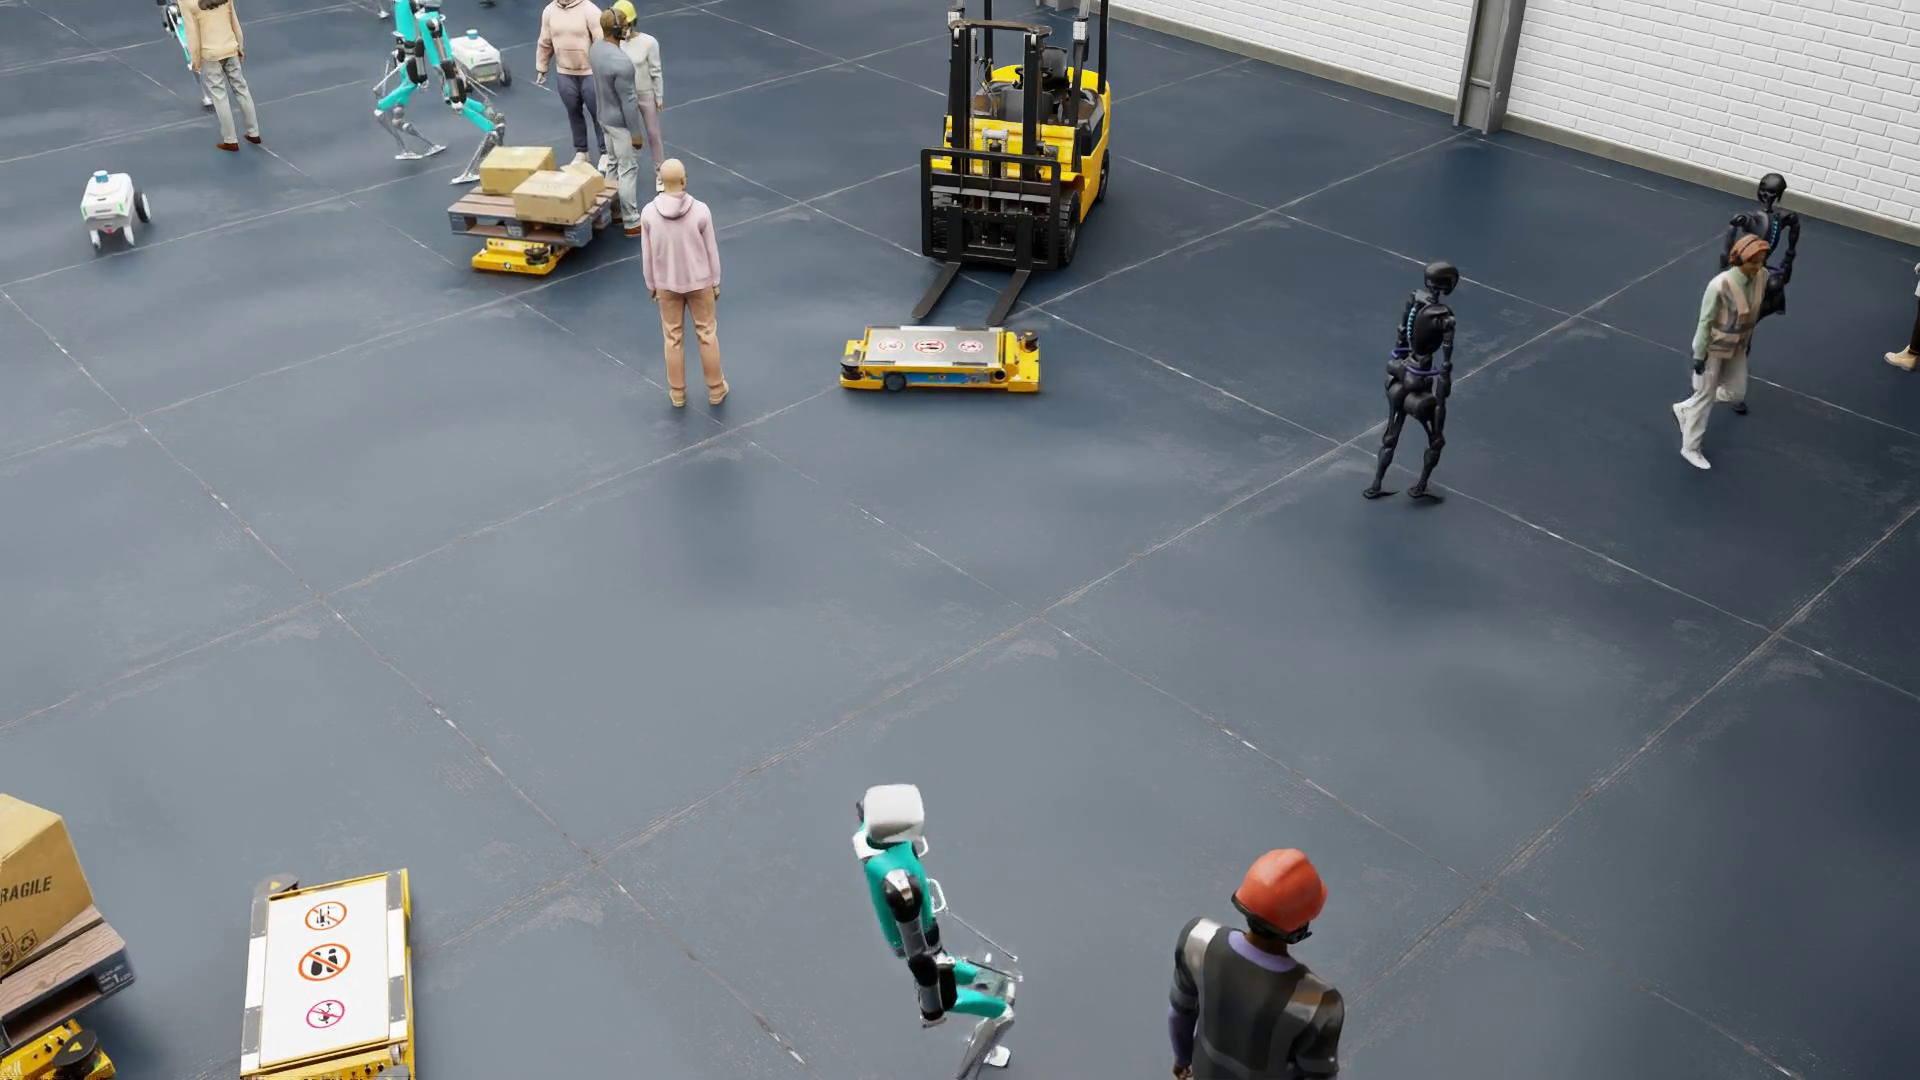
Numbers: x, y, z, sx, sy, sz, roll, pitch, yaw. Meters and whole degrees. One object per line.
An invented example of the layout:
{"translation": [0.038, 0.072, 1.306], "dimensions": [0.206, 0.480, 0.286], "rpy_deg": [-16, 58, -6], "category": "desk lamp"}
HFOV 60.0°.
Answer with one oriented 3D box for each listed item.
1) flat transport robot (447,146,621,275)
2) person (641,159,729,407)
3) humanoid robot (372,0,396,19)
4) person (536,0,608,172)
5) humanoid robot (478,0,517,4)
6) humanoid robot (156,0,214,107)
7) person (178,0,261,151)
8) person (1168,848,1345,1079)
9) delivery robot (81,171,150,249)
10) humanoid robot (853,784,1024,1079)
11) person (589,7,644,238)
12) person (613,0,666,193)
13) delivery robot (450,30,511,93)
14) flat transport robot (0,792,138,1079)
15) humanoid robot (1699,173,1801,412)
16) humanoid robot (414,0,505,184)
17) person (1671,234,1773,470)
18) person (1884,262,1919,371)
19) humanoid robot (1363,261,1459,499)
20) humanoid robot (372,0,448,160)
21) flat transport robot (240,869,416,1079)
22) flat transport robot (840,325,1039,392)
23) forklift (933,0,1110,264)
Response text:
{"translation": [-3.567, -2.659, 14.260], "dimensions": [0.659, 0.231, 1.431], "rpy_deg": [7, 34, 11], "category": "flat transport robot"}
{"translation": [-1.908, -1.744, 11.468], "dimensions": [0.525, 1.780, 0.407], "rpy_deg": [-2, 33, -2], "category": "person"}
{"translation": [-6.871, -6.931, 19.552], "dimensions": [0.543, 1.842, 0.787], "rpy_deg": [-3, 33, -4], "category": "humanoid robot"}
{"translation": [-3.528, -4.363, 15.428], "dimensions": [0.814, 1.855, 0.436], "rpy_deg": [6, 33, 9], "category": "person"}
{"translation": [-5.641, -7.331, 20.175], "dimensions": [0.599, 1.631, 0.711], "rpy_deg": [9, 34, 13], "category": "humanoid robot"}
{"translation": [-7.776, -5.214, 16.873], "dimensions": [0.551, 1.828, 0.716], "rpy_deg": [-18, 37, -26], "category": "humanoid robot"}
{"translation": [-7.077, -4.656, 15.858], "dimensions": [0.391, 1.875, 0.566], "rpy_deg": [22, 39, 30], "category": "person"}
{"translation": [0.996, 1.849, 5.708], "dimensions": [0.607, 2.043, 0.395], "rpy_deg": [23, 40, 31], "category": "person"}
{"translation": [-7.334, -2.882, 14.356], "dimensions": [0.499, 0.611, 0.812], "rpy_deg": [-10, 34, -15], "category": "delivery robot"}
{"translation": [0.030, 1.583, 6.397], "dimensions": [0.849, 1.777, 0.615], "rpy_deg": [-9, 34, -13], "category": "humanoid robot"}
{"translation": [-2.876, -3.524, 14.069], "dimensions": [0.360, 1.931, 0.628], "rpy_deg": [-20, 38, -28], "category": "person"}
{"translation": [-2.915, -3.957, 14.894], "dimensions": [0.525, 1.754, 0.374], "rpy_deg": [1, 33, 1], "category": "person"}
{"translation": [-5.174, -5.144, 17.816], "dimensions": [0.499, 0.594, 0.778], "rpy_deg": [-19, 38, -26], "category": "delivery robot"}
{"translation": [-4.257, 2.024, 7.062], "dimensions": [1.431, 0.231, 0.659], "rpy_deg": [26, 41, 34], "category": "flat transport robot"}
{"translation": [5.518, -1.750, 11.618], "dimensions": [0.608, 1.629, 0.759], "rpy_deg": [-4, 33, -6], "category": "humanoid robot"}
{"translation": [-4.421, -4.138, 15.215], "dimensions": [0.860, 1.802, 0.548], "rpy_deg": [-15, 36, -22], "category": "humanoid robot"}
{"translation": [4.947, -1.243, 10.833], "dimensions": [0.525, 1.623, 0.418], "rpy_deg": [-16, 36, -23], "category": "person"}
{"translation": [7.134, -2.028, 11.976], "dimensions": [0.537, 1.700, 0.317], "rpy_deg": [-10, 34, -15], "category": "person"}
{"translation": [2.869, -0.989, 10.411], "dimensions": [0.478, 1.644, 0.606], "rpy_deg": [-11, 35, -16], "category": "humanoid robot"}
{"translation": [-5.273, -4.355, 15.520], "dimensions": [0.734, 1.774, 0.530], "rpy_deg": [-23, 39, -31], "category": "humanoid robot"}
{"translation": [-2.710, 1.954, 7.170], "dimensions": [0.659, 0.231, 1.431], "rpy_deg": [-9, 34, -14], "category": "flat transport robot"}
{"translation": [-0.141, -1.328, 12.214], "dimensions": [1.431, 0.231, 0.659], "rpy_deg": [1, 33, 2], "category": "flat transport robot"}
{"translation": [0.570, -3.725, 14.138], "dimensions": [1.214, 2.155, 2.313], "rpy_deg": [9, 34, 13], "category": "forklift"}
